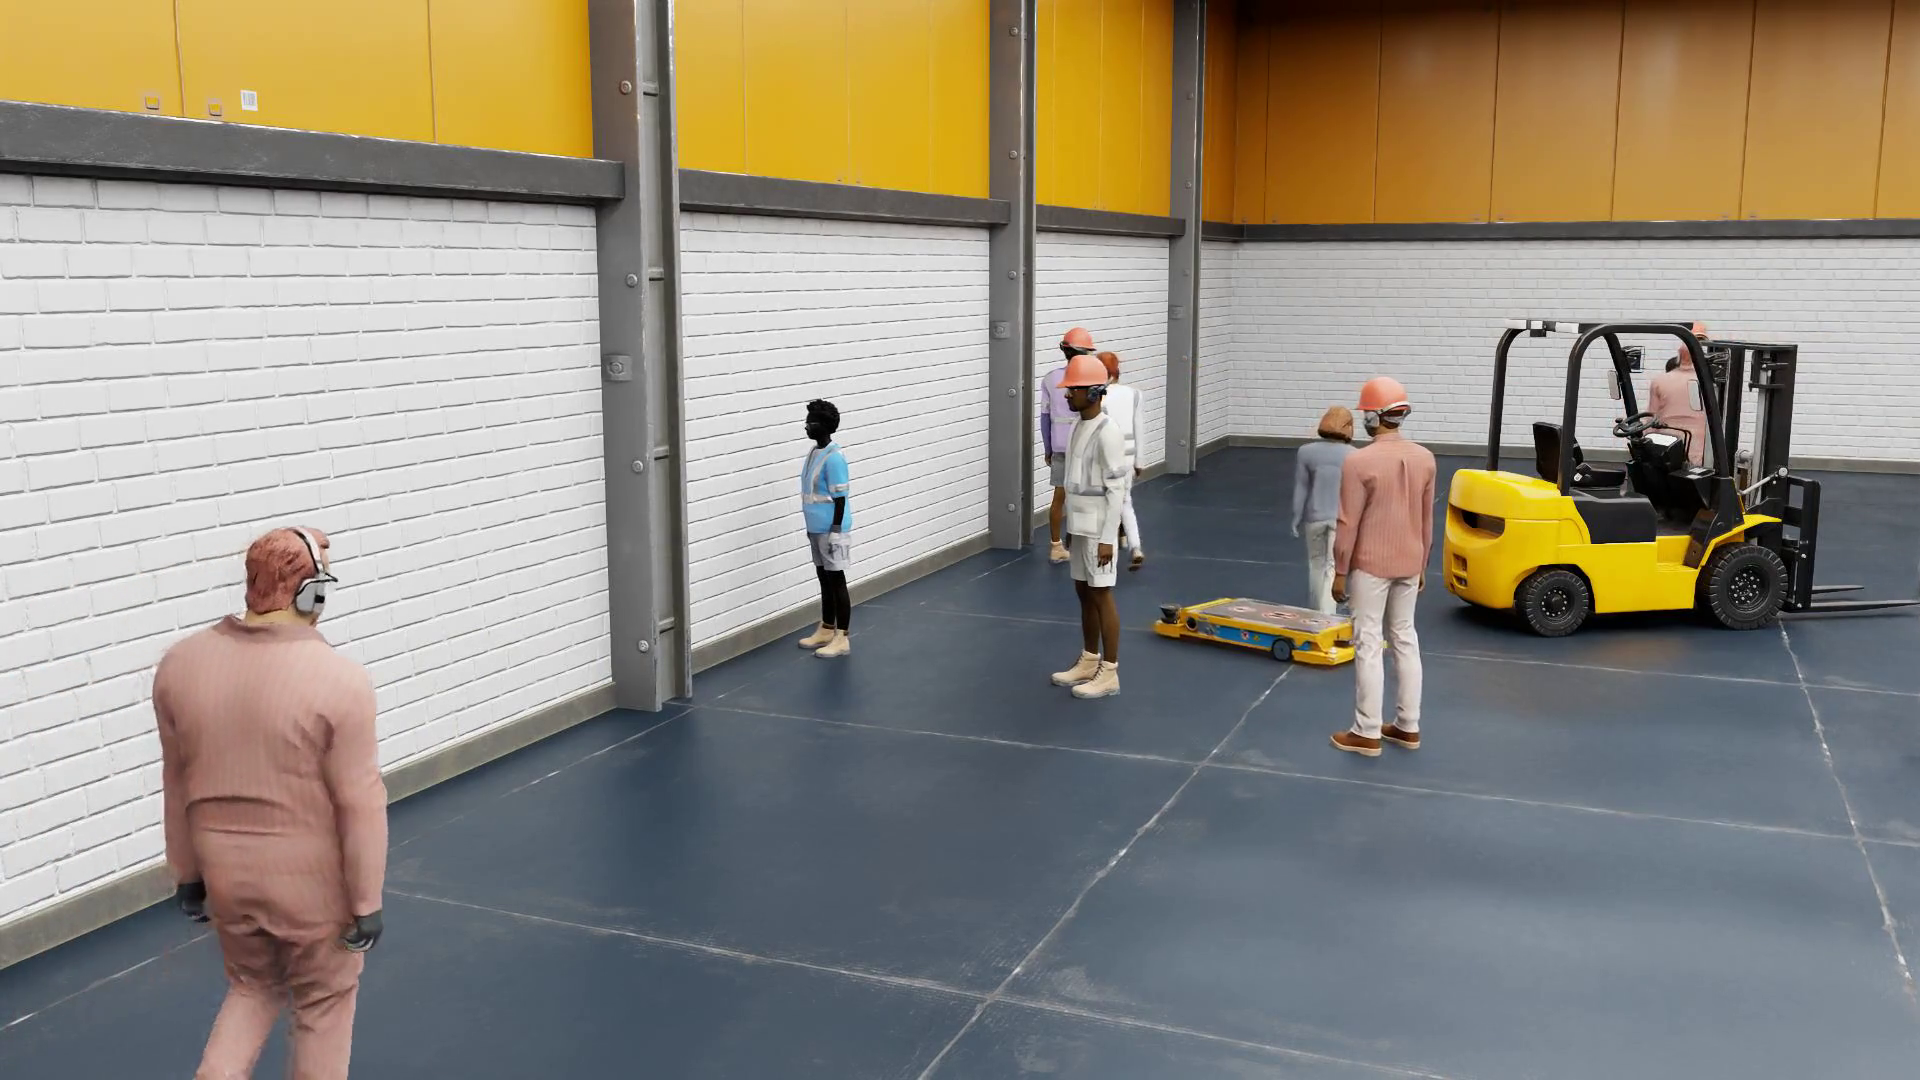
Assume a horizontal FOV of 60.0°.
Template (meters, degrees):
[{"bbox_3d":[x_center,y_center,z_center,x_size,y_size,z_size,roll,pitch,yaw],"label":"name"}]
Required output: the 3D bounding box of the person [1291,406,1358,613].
[{"bbox_3d":[2.598,-0.135,11.586,0.508,1.593,0.799,4,10,24],"label":"person"}]

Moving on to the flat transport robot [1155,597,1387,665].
[{"bbox_3d":[2.081,0.591,11.211,1.431,0.197,0.652,9,13,44],"label":"flat transport robot"}]

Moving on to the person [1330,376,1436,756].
[{"bbox_3d":[2.228,0.132,8.805,0.618,1.988,0.405,-5,11,-27],"label":"person"}]

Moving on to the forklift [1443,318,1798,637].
[{"bbox_3d":[4.706,-0.497,11.990,2.313,2.155,1.214,-2,10,-10],"label":"forklift"}]

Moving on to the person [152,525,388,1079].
[{"bbox_3d":[-1.827,0.903,4.435,0.658,1.884,0.522,2,10,12],"label":"person"}]

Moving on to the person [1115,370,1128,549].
[{"bbox_3d":[1.336,-0.748,15.046,0.532,1.691,0.321,-1,9,-5],"label":"person"}]

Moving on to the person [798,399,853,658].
[{"bbox_3d":[-0.883,-0.079,10.959,0.322,1.697,0.533,-4,10,-22],"label":"person"}]

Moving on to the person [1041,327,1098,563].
[{"bbox_3d":[0.987,-0.798,14.273,0.614,2.039,0.389,8,12,39],"label":"person"}]

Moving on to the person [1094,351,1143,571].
[{"bbox_3d":[1.241,-0.617,13.677,0.638,1.873,0.550,-5,11,-27],"label":"person"}]

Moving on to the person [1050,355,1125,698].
[{"bbox_3d":[0.756,-0.079,9.911,0.395,2.042,0.611,-3,10,-17],"label":"person"}]

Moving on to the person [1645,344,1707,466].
[{"bbox_3d":[6.705,-0.888,15.366,0.664,1.855,1.025,5,11,30],"label":"person"}]

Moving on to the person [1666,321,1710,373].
[{"bbox_3d":[7.679,-1.298,17.446,0.617,1.992,0.393,1,9,6],"label":"person"}]
